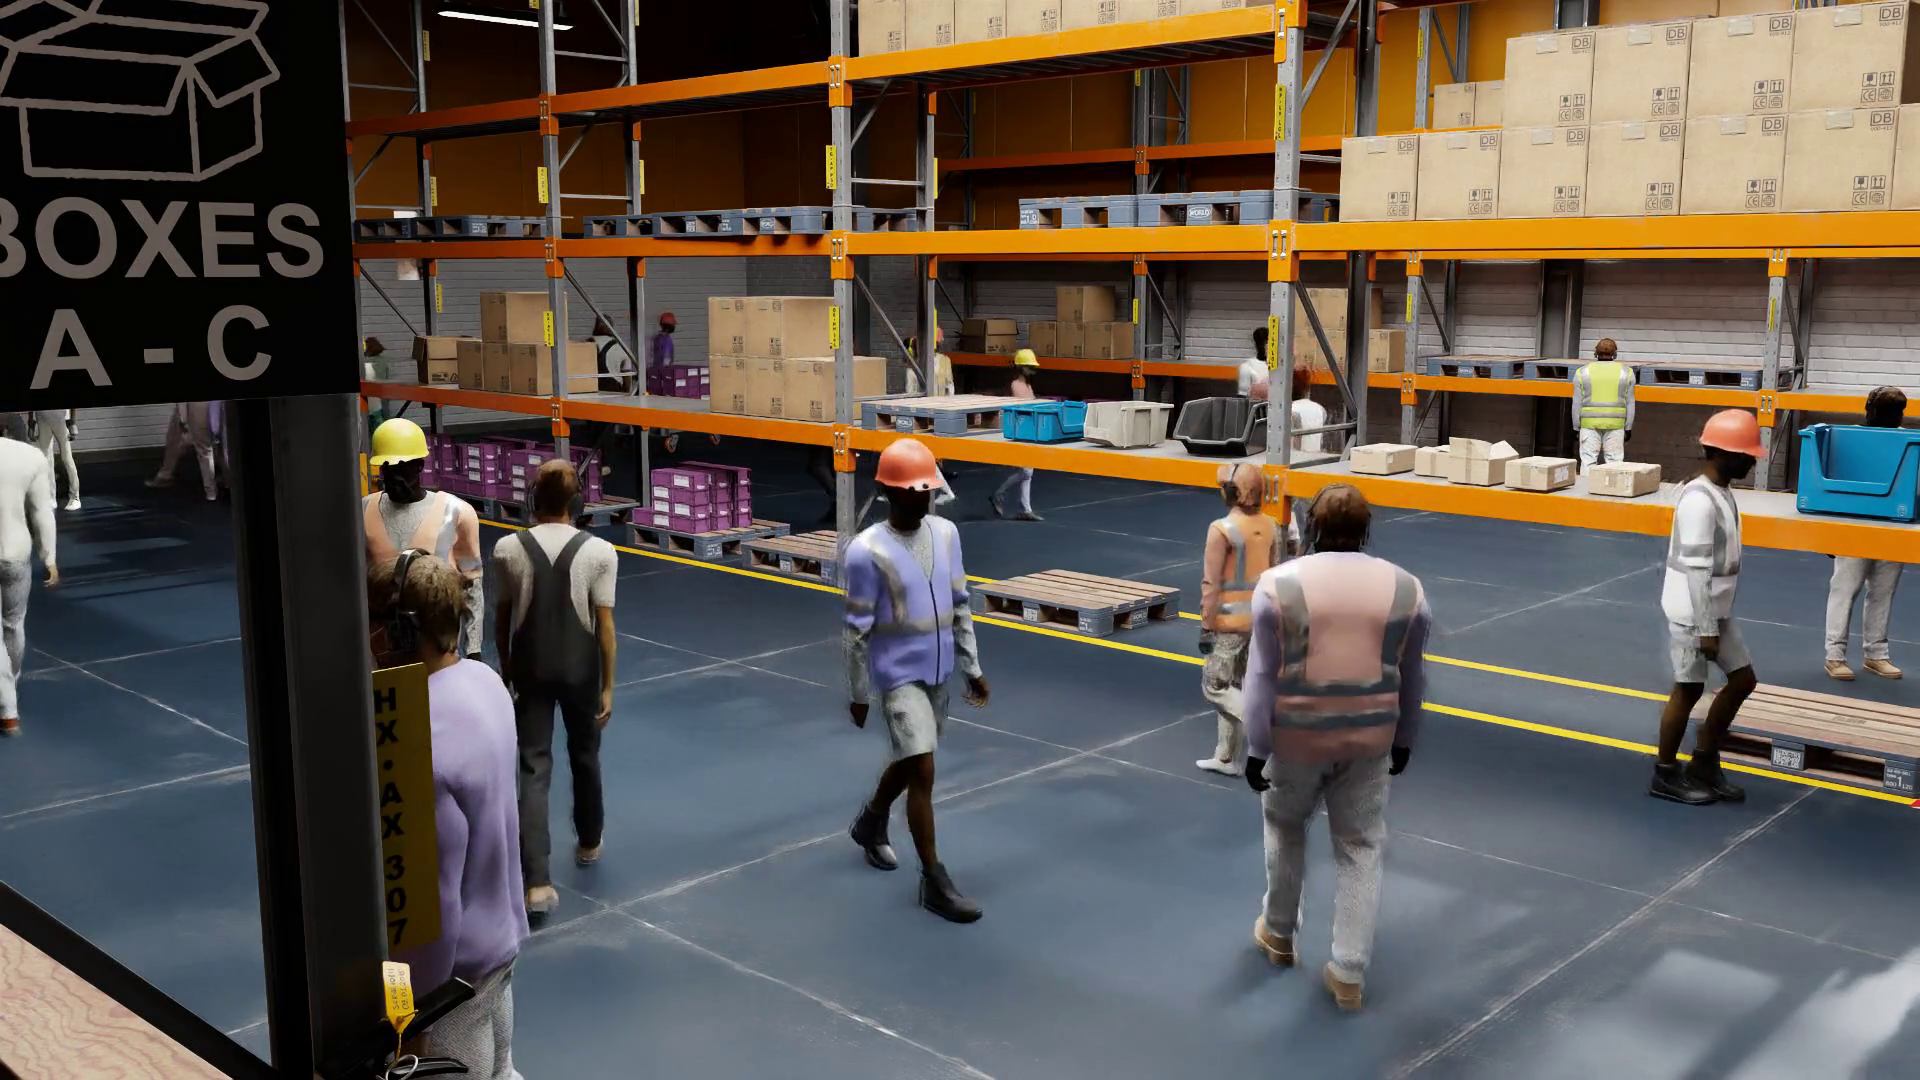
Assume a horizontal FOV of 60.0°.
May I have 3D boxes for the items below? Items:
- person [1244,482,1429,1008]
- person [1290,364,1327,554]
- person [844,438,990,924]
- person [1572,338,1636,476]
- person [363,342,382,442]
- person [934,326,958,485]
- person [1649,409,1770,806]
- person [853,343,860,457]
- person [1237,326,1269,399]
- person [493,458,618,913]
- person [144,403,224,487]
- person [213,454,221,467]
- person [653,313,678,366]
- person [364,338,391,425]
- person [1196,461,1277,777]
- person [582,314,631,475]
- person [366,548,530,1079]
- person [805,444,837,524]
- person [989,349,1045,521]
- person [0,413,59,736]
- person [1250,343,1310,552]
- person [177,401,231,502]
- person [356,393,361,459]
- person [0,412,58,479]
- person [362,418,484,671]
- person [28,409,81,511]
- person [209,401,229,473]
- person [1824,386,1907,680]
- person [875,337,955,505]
[{"bbox_3d":[1.309,0.692,5.965,0.653,1.813,0.785,0,9,-1],"label":"person"},{"bbox_3d":[2.602,-0.448,12.905,0.600,1.832,1.009,-7,12,-37],"label":"person"},{"bbox_3d":[-0.214,0.519,6.772,0.931,1.904,0.557,9,13,44],"label":"person"},{"bbox_3d":[6.716,-1.186,17.397,0.627,1.844,0.429,3,10,18],"label":"person"},{"bbox_3d":[-7.141,-1.542,19.863,0.586,1.735,0.580,-3,10,-16],"label":"person"},{"bbox_3d":[-0.269,-1.588,19.698,0.569,1.888,0.957,-7,12,-36],"label":"person"},{"bbox_3d":[3.563,0.340,7.816,0.576,1.911,0.567,7,12,36],"label":"person"},{"bbox_3d":[-1.548,-1.932,22.600,0.504,1.632,0.269,-6,11,-35],"label":"person"},{"bbox_3d":[3.274,-1.384,18.312,0.622,1.941,0.754,-6,11,-33],"label":"person"},{"bbox_3d":[-1.649,0.570,6.801,0.518,1.802,0.962,-1,9,-9],"label":"person"},{"bbox_3d":[-9.104,-1.597,19.656,0.628,1.933,1.048,9,13,43],"label":"person"},{"bbox_3d":[-9.557,-1.763,21.461,0.585,1.657,0.364,6,11,32],"label":"person"},{"bbox_3d":[-4.692,-2.654,26.314,1.041,1.881,0.546,-6,11,-34],"label":"person"},{"bbox_3d":[-8.049,-2.004,23.137,0.345,1.609,0.644,2,9,10],"label":"person"},{"bbox_3d":[1.411,0.420,8.208,0.556,1.619,0.526,9,13,43],"label":"person"},{"bbox_3d":[-4.454,-1.847,20.834,0.707,2.000,0.682,0,9,-2],"label":"person"},{"bbox_3d":[-1.183,0.975,3.846,0.352,1.937,0.635,0,9,-2],"label":"person"},{"bbox_3d":[-1.254,-1.112,16.514,0.492,1.979,0.643,8,12,40],"label":"person"},{"bbox_3d":[0.601,-1.052,16.810,0.460,1.754,0.541,3,10,19],"label":"person"},{"bbox_3d":[-5.468,0.102,9.341,0.655,1.888,0.985,-8,12,-39],"label":"person"},{"bbox_3d":[2.896,-0.876,15.190,0.633,1.947,1.016,-4,10,-25],"label":"person"},{"bbox_3d":[-8.258,-1.355,18.309,0.646,1.889,0.445,-5,10,-26],"label":"person"},{"bbox_3d":[-5.892,-0.924,15.574,0.667,1.911,0.590,8,12,42],"label":"person"},{"bbox_3d":[-11.095,-1.447,19.433,0.911,1.686,0.495,1,9,5],"label":"person"},{"bbox_3d":[-2.373,0.430,7.227,0.594,1.924,0.384,0,9,-1],"label":"person"},{"bbox_3d":[-9.620,-1.231,17.620,0.515,1.862,0.319,0,9,-1],"label":"person"},{"bbox_3d":[-7.530,-1.213,17.463,0.652,1.873,0.781,-7,12,-38],"label":"person"},{"bbox_3d":[5.701,-0.040,10.372,0.636,1.840,0.429,-1,9,-8],"label":"person"},{"bbox_3d":[-0.478,-1.286,18.074,0.953,1.832,0.535,3,10,16],"label":"person"}]
